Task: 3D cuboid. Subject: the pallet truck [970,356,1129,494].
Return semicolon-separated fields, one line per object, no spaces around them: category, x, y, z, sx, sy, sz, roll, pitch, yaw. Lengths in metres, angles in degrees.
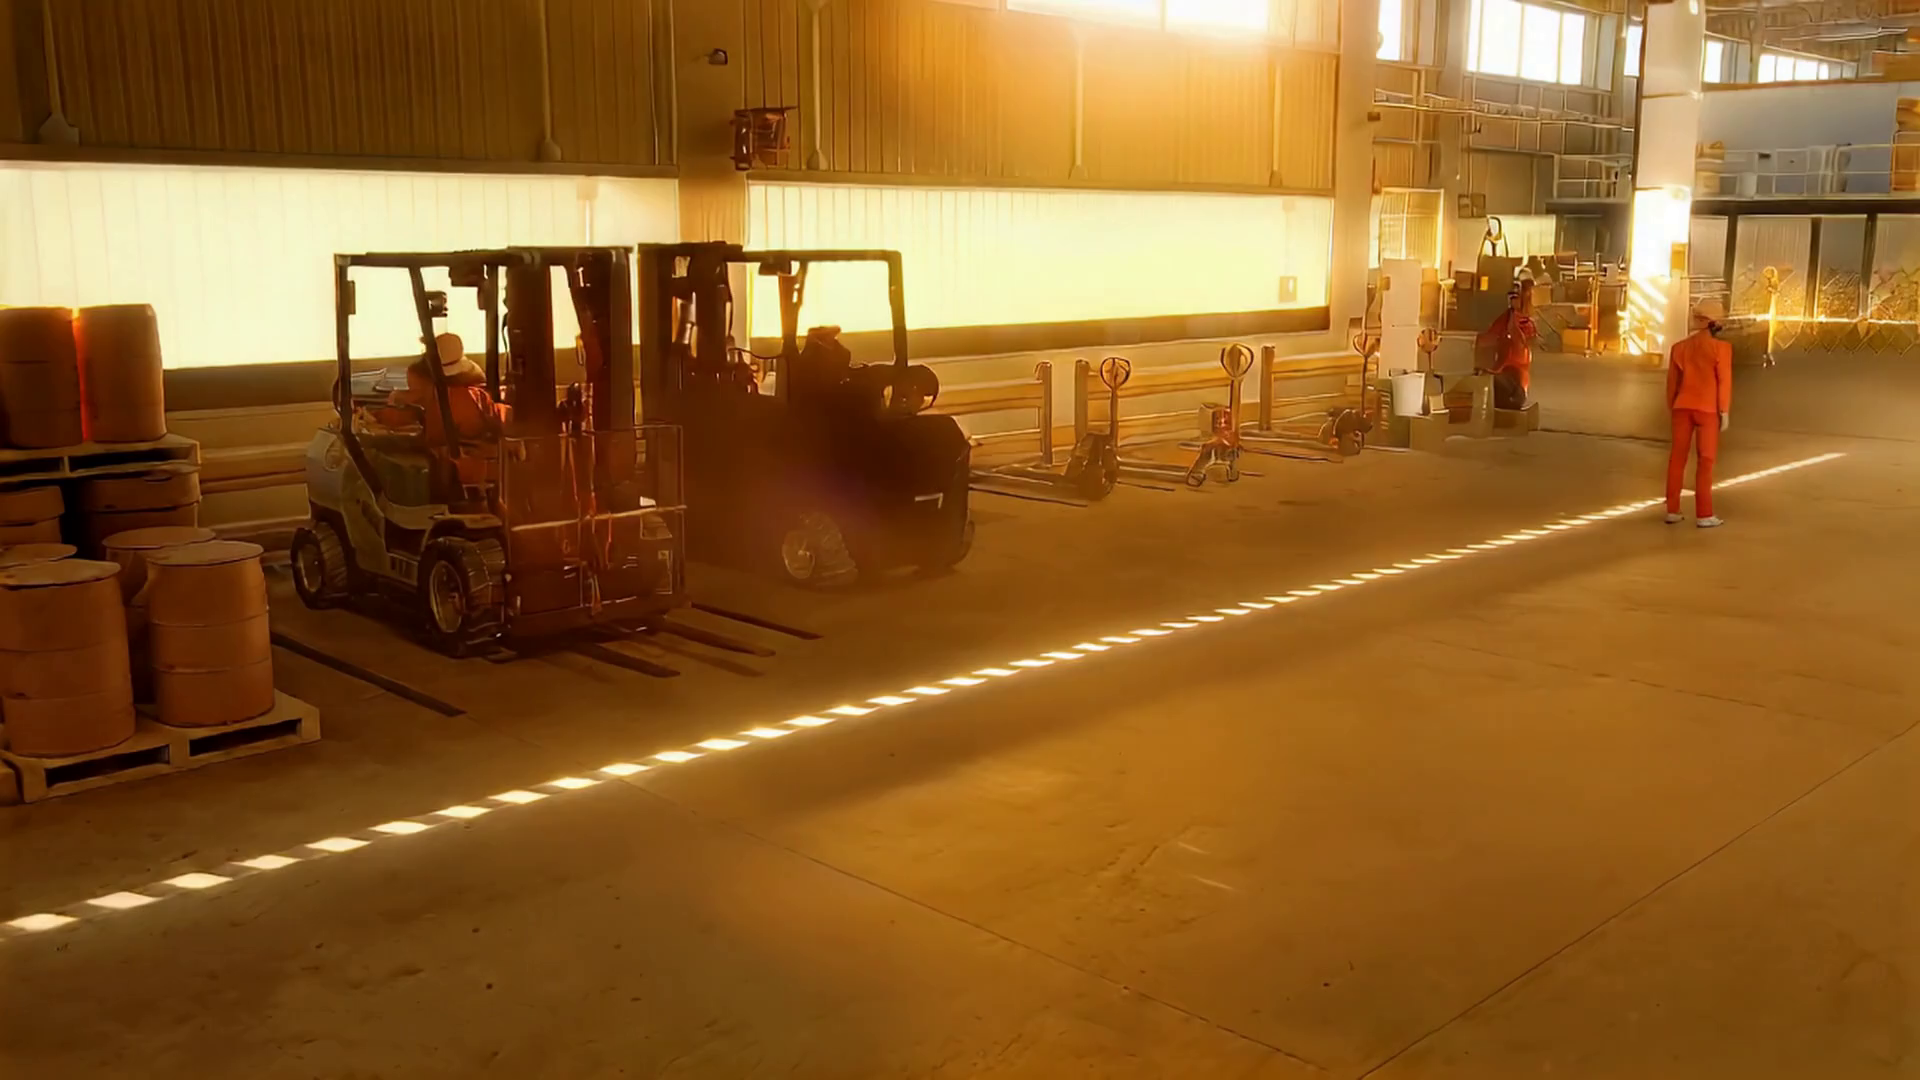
pallet truck;0.784;-1.085;14.876;0.680;1.201;1.601;-10;14;-44

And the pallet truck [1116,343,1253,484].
pallet truck;1.962;-1.215;15.415;1.522;1.261;0.704;10;14;43

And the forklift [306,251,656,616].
forklift;-2.833;-0.669;9.694;1.157;1.987;2.680;-10;14;-44

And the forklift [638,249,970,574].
forklift;-1.173;-0.958;11.239;2.680;1.987;1.157;10;14;43

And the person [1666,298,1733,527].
person;5.717;-0.982;12.862;0.329;1.763;0.523;-7;12;-32

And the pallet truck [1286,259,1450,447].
pallet truck;4.493;-2.078;18.196;0.823;1.965;1.885;-9;14;-40

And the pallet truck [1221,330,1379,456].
pallet truck;3.563;-1.581;17.381;0.653;1.274;1.630;-10;14;-44

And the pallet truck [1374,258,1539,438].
pallet truck;5.704;-2.208;18.901;1.885;1.965;0.823;10;14;43
